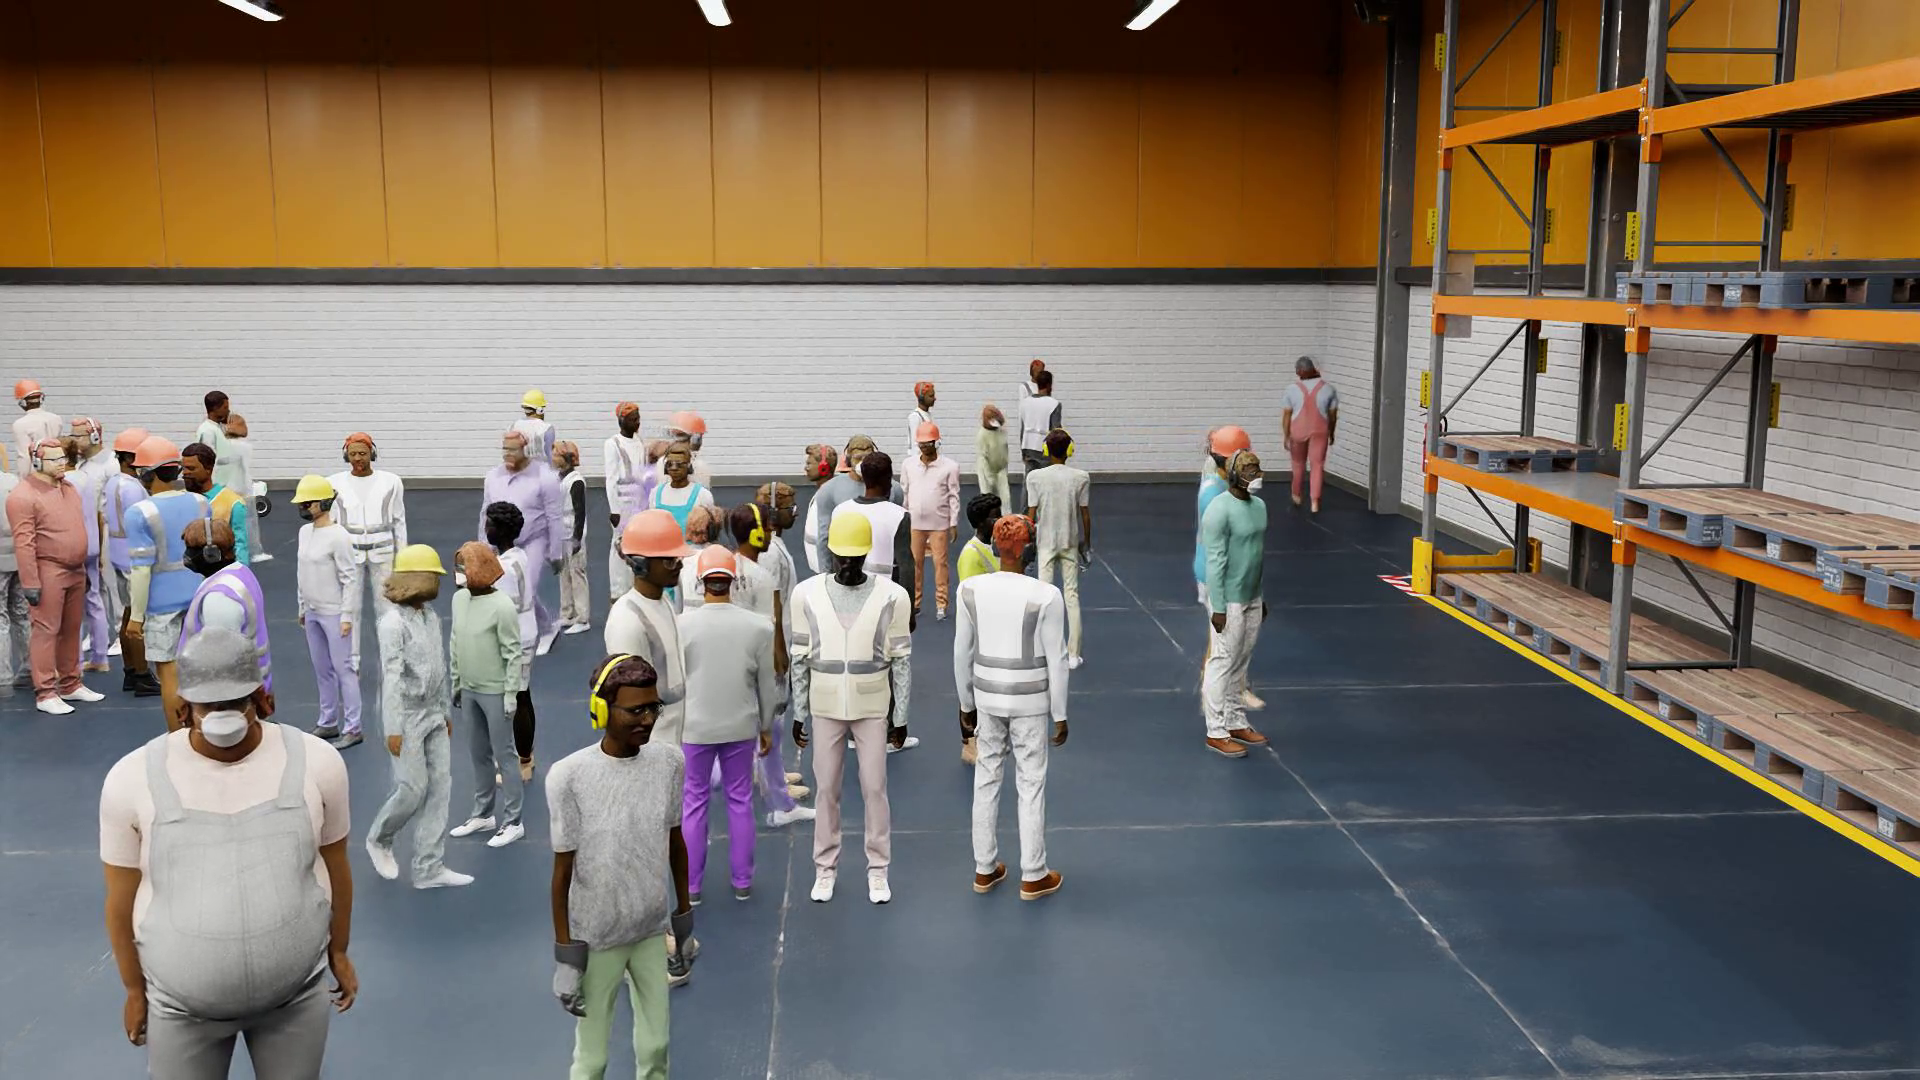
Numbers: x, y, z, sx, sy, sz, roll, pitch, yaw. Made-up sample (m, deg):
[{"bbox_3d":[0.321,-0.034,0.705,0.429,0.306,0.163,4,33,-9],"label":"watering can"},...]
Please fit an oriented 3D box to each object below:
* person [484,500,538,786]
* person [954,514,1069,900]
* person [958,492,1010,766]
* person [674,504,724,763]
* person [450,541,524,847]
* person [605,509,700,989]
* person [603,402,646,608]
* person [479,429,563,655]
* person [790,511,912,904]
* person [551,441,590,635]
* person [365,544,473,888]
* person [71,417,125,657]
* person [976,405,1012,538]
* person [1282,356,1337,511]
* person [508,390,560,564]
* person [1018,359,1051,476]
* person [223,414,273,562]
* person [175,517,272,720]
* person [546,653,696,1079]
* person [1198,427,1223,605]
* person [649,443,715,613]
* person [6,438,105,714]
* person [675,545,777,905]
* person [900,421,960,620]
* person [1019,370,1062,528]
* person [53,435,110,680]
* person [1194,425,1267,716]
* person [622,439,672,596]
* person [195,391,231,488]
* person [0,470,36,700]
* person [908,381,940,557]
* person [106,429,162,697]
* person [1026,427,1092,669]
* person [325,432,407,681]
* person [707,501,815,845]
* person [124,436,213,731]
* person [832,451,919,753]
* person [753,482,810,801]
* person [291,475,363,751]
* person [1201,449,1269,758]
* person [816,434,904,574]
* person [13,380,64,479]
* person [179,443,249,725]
[{"bbox_3d":[-2.684,0.609,9.912,0.318,1.697,0.535,-1,9,-8],"label":"person"},{"bbox_3d":[0.258,0.806,8.086,0.584,1.882,0.344,4,10,26],"label":"person"},{"bbox_3d":[0.150,0.546,10.303,0.315,1.696,0.541,3,9,17],"label":"person"},{"bbox_3d":[-1.541,0.599,10.150,0.514,1.641,0.307,7,11,38],"label":"person"},{"bbox_3d":[-2.527,0.811,8.841,0.507,1.632,0.267,7,11,36],"label":"person"},{"bbox_3d":[-1.306,0.877,7.147,0.397,2.043,0.610,1,9,3],"label":"person"},{"bbox_3d":[-3.018,-0.315,15.123,0.337,1.882,0.584,3,10,19],"label":"person"},{"bbox_3d":[-3.385,0.057,12.903,0.652,1.866,0.985,3,10,21],"label":"person"},{"bbox_3d":[-0.523,0.803,8.007,0.586,1.918,0.395,0,9,2],"label":"person"},{"bbox_3d":[-3.315,-0.027,14.083,0.307,1.641,0.514,-7,12,-38],"label":"person"},{"bbox_3d":[-2.716,0.878,8.200,0.555,1.702,0.541,2,9,12],"label":"person"},{"bbox_3d":[-6.875,-0.025,13.236,0.646,1.907,0.401,4,10,24],"label":"person"},{"bbox_3d":[0.413,-0.721,18.616,0.564,1.582,0.697,-7,11,-37],"label":"person"},{"bbox_3d":[4.520,-1.423,21.593,0.702,2.000,1.042,1,9,8],"label":"person"},{"bbox_3d":[-4.429,-0.659,17.446,0.590,1.833,0.404,4,10,23],"label":"person"},{"bbox_3d":[1.047,-1.540,22.853,0.587,1.878,0.370,-8,12,-42],"label":"person"},{"bbox_3d":[-7.563,-0.515,17.285,0.515,1.599,0.823,3,9,17],"label":"person"},{"bbox_3d":[-3.676,0.794,8.327,0.429,1.836,0.627,-3,9,-16],"label":"person"},{"bbox_3d":[-1.063,1.267,5.281,0.517,1.860,0.324,-8,12,-40],"label":"person"},{"bbox_3d":[2.347,-0.220,15.297,0.311,1.638,0.523,3,9,16],"label":"person"},{"bbox_3d":[-1.992,0.229,11.827,0.514,1.846,0.339,3,9,17],"label":"person"},{"bbox_3d":[-6.269,0.241,11.565,0.408,1.906,0.652,1,9,5],"label":"person"},{"bbox_3d":[-1.171,0.887,8.041,0.577,1.736,0.355,-3,10,-21],"label":"person"},{"bbox_3d":[-0.279,-0.168,14.606,0.563,1.753,0.327,2,9,15],"label":"person"},{"bbox_3d":[0.935,-1.042,19.637,0.589,1.908,0.406,8,12,42],"label":"person"},{"bbox_3d":[-6.641,0.133,12.481,0.357,1.836,0.511,3,10,18],"label":"person"},{"bbox_3d":[1.856,0.218,11.371,0.471,2.017,0.680,5,10,26],"label":"person"},{"bbox_3d":[-2.674,-0.079,14.505,0.720,1.605,0.533,0,9,0],"label":"person"},{"bbox_3d":[-7.269,-0.498,16.214,0.390,1.907,0.603,-3,10,-18],"label":"person"},{"bbox_3d":[-6.899,0.172,11.902,0.417,1.939,0.609,1,9,6],"label":"person"},{"bbox_3d":[-0.389,-0.770,17.983,0.345,1.882,0.584,2,9,11],"label":"person"},{"bbox_3d":[-5.916,0.163,11.987,0.365,1.929,0.542,-8,12,-41],"label":"person"},{"bbox_3d":[0.745,0.068,12.779,0.538,1.866,0.312,-1,9,-4],"label":"person"},{"bbox_3d":[-4.377,0.142,12.258,0.585,1.882,0.340,-3,10,-19],"label":"person"},{"bbox_3d":[-1.160,0.708,8.881,0.917,1.837,0.529,-6,11,-35],"label":"person"},{"bbox_3d":[-4.881,0.379,10.264,0.378,2.045,0.605,4,10,22],"label":"person"},{"bbox_3d":[-0.539,0.396,10.556,0.594,1.919,0.388,5,10,30],"label":"person"},{"bbox_3d":[-1.066,0.580,9.625,0.333,1.844,0.514,-2,9,-13],"label":"person"},{"bbox_3d":[-4.064,0.461,10.622,0.535,1.767,0.315,7,11,36],"label":"person"},{"bbox_3d":[1.760,0.388,10.546,0.371,1.940,0.630,7,11,36],"label":"person"},{"bbox_3d":[-0.678,0.232,11.520,0.638,1.938,0.356,-3,10,-20],"label":"person"},{"bbox_3d":[-9.211,-0.607,16.638,0.392,1.988,0.608,2,9,11],"label":"person"},{"bbox_3d":[-5.021,0.302,11.147,0.589,1.919,0.393,3,10,18],"label":"person"}]
